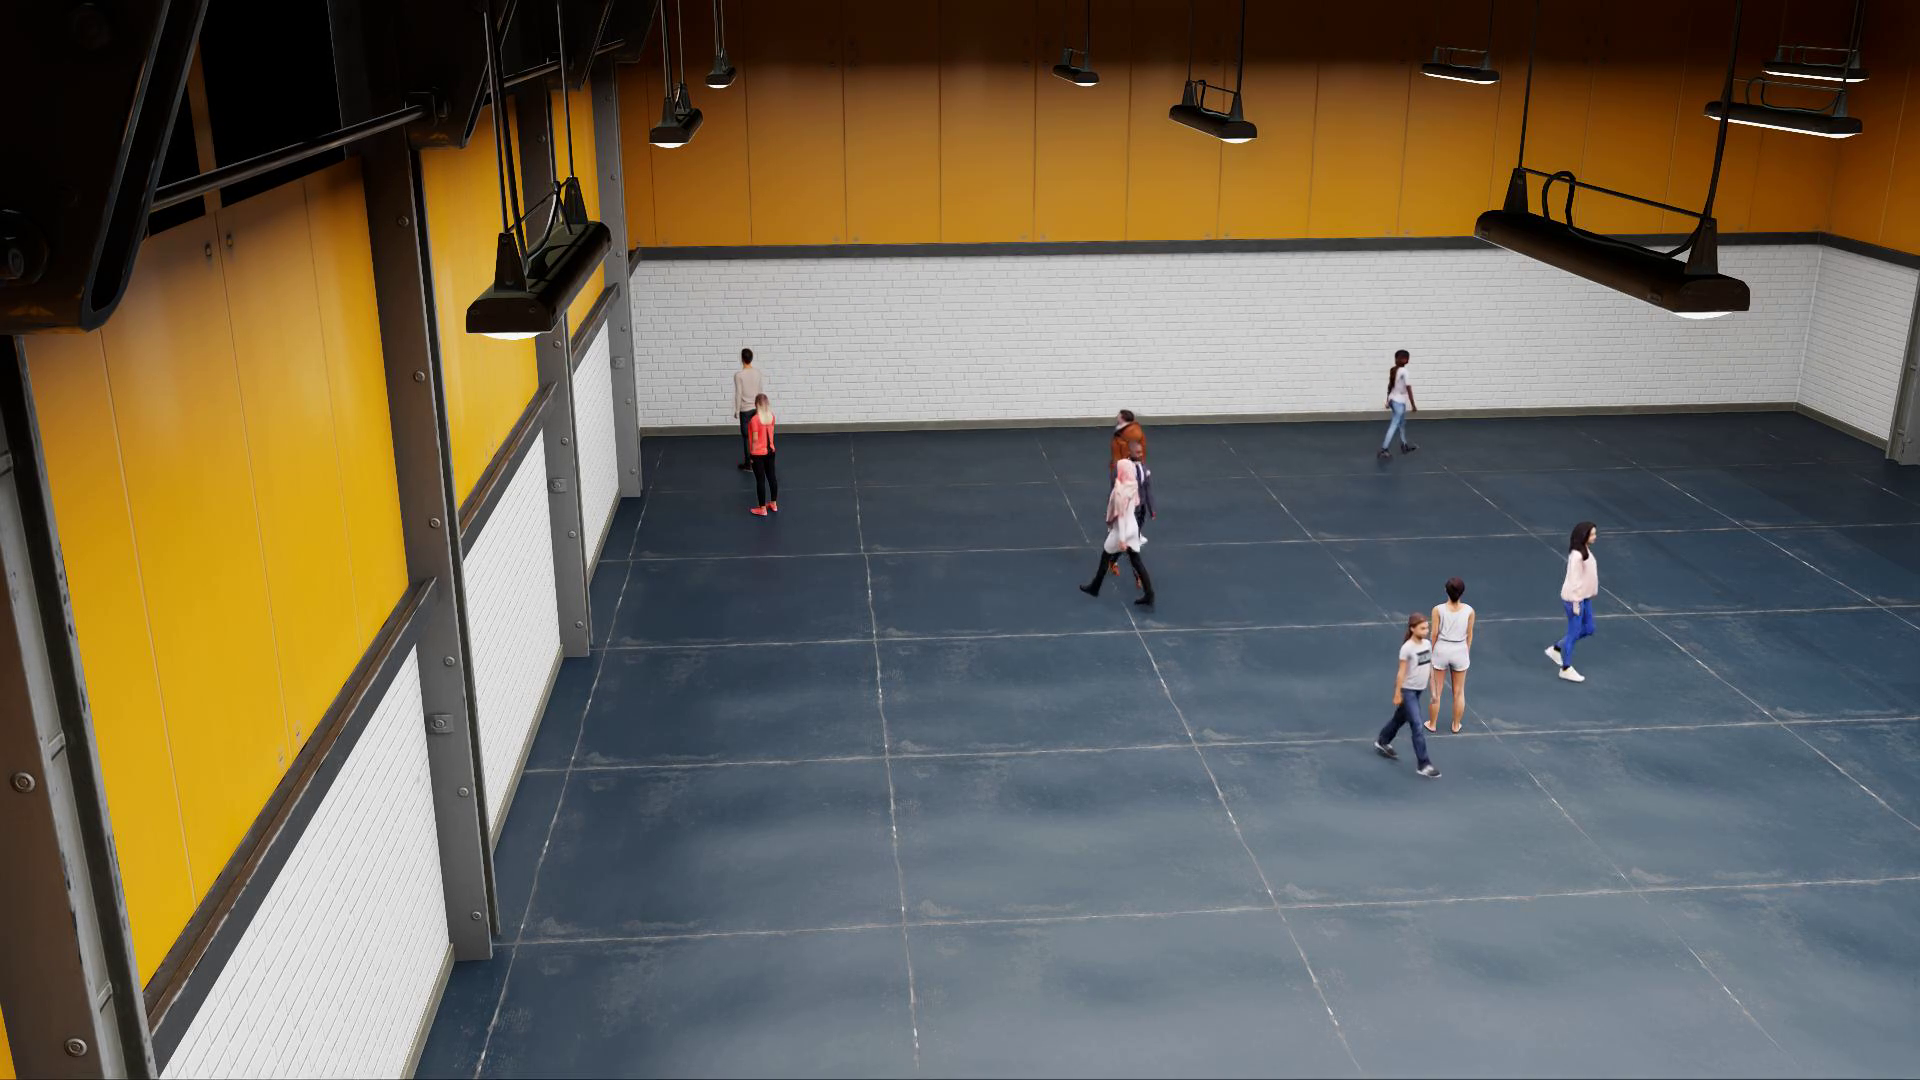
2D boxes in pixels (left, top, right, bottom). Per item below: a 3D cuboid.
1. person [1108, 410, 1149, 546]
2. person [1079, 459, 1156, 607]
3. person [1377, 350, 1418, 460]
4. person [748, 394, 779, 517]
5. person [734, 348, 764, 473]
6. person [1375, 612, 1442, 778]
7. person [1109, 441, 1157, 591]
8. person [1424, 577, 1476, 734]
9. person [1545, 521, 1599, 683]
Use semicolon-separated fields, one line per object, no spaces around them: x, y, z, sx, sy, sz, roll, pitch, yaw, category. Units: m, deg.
2.209;-0.763;21.557;1.065;1.798;1.250;-12;22;-31;person
2.011;-0.030;19.470;1.207;1.742;1.204;13;23;34;person
6.660;-2.061;25.578;0.769;1.693;0.949;-5;19;-14;person
-2.715;-1.196;23.005;0.732;1.694;0.660;13;23;34;person
-3.162;-1.959;25.003;0.744;1.865;0.762;-15;24;-38;person
4.176;1.395;15.584;0.894;1.520;1.110;-12;22;-32;person
2.055;-0.347;20.319;1.118;1.801;1.257;-16;24;-39;person
4.791;1.121;16.269;0.611;1.604;0.618;2;19;7;person
6.405;0.631;17.486;0.884;1.756;0.825;15;24;38;person
